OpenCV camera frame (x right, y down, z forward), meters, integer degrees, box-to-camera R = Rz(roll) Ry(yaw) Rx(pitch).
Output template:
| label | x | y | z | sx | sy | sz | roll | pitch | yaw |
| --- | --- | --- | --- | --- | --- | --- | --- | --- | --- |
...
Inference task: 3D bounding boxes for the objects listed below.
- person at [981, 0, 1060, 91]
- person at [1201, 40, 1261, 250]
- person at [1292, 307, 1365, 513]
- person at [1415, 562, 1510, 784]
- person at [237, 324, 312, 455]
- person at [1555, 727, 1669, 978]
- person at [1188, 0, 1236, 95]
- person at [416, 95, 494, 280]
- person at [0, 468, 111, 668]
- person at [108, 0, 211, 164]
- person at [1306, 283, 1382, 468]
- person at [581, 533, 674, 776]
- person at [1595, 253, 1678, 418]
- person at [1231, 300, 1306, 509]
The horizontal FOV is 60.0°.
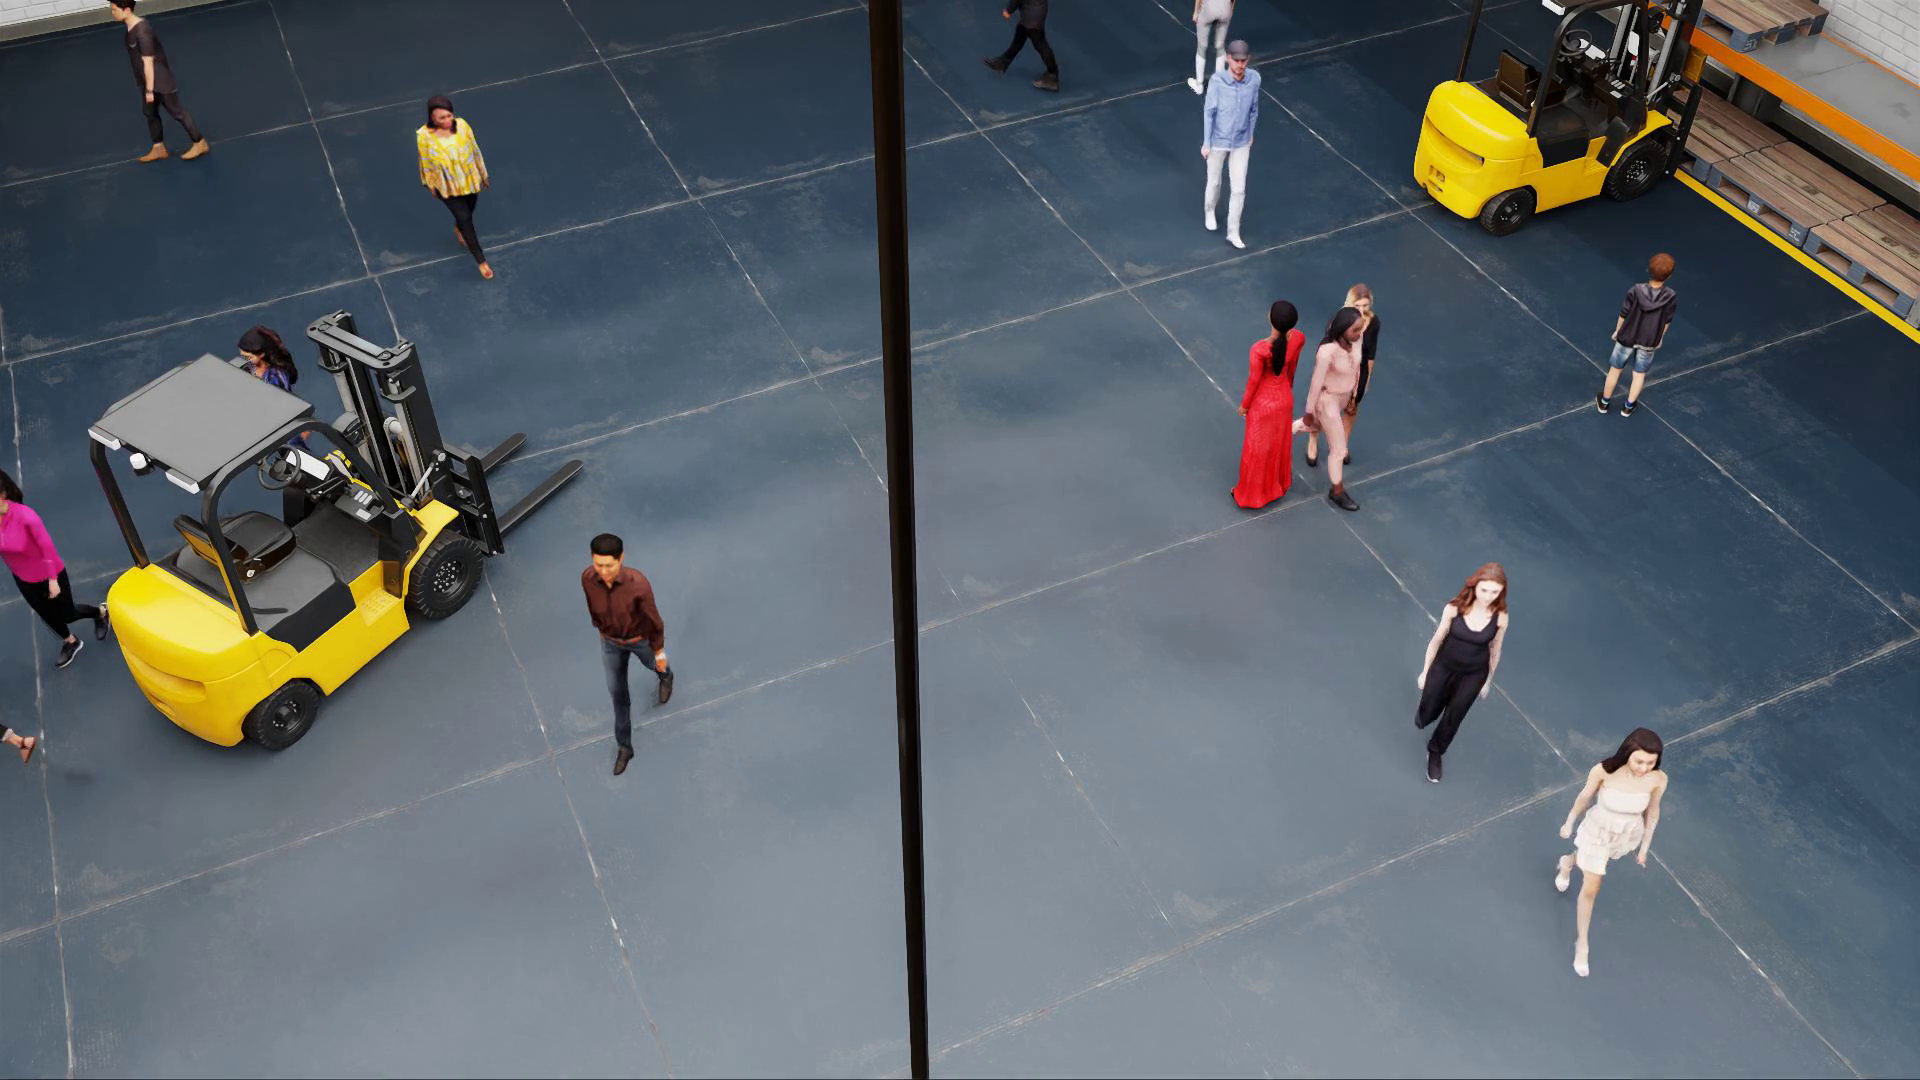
| label | x | y | z | sx | sy | sz | roll | pitch | yaw |
| --- | --- | --- | --- | --- | --- | --- | --- | --- | --- |
| person | 0.793 | -5.275 | 16.593 | 1.125 | 1.720 | 1.102 | 13 | 45 | 13 |
| person | 2.356 | -3.584 | 14.714 | 0.857 | 1.865 | 1.040 | -4 | 44 | -4 |
| person | 2.630 | -1.031 | 12.166 | 1.263 | 1.682 | 0.906 | 33 | 53 | 30 |
| person | 3.075 | 0.733 | 10.273 | 0.835 | 1.740 | 0.927 | 8 | 44 | 8 |
| person | -4.857 | -0.907 | 12.091 | 0.831 | 1.605 | 0.883 | 23 | 48 | 23 |
| person | 3.648 | 1.604 | 9.400 | 0.931 | 1.683 | 1.114 | 4 | 44 | 4 |
| person | 2.546 | -5.272 | 16.606 | 0.647 | 1.698 | 0.639 | -12 | 45 | -12 |
| person | -4.378 | -3.116 | 14.401 | 0.853 | 1.618 | 1.115 | -29 | 51 | -27 |
| person | -6.003 | 0.175 | 10.907 | 0.769 | 1.683 | 0.848 | 6 | 44 | 6 |
| person | -7.500 | -4.375 | 15.673 | 0.853 | 1.687 | 0.896 | -34 | 53 | -31 |
| person | 2.863 | -1.220 | 12.373 | 0.615 | 1.670 | 0.611 | -5 | 44 | -5 |
| person | -2.042 | 0.559 | 10.459 | 1.071 | 1.735 | 1.255 | 5 | 44 | 6 |
| person | 5.275 | -1.591 | 12.922 | 0.624 | 1.451 | 0.683 | 14 | 45 | 14 |
| person | 2.235 | -0.978 | 12.044 | 0.648 | 1.784 | 0.630 | -23 | 48 | -22 |
